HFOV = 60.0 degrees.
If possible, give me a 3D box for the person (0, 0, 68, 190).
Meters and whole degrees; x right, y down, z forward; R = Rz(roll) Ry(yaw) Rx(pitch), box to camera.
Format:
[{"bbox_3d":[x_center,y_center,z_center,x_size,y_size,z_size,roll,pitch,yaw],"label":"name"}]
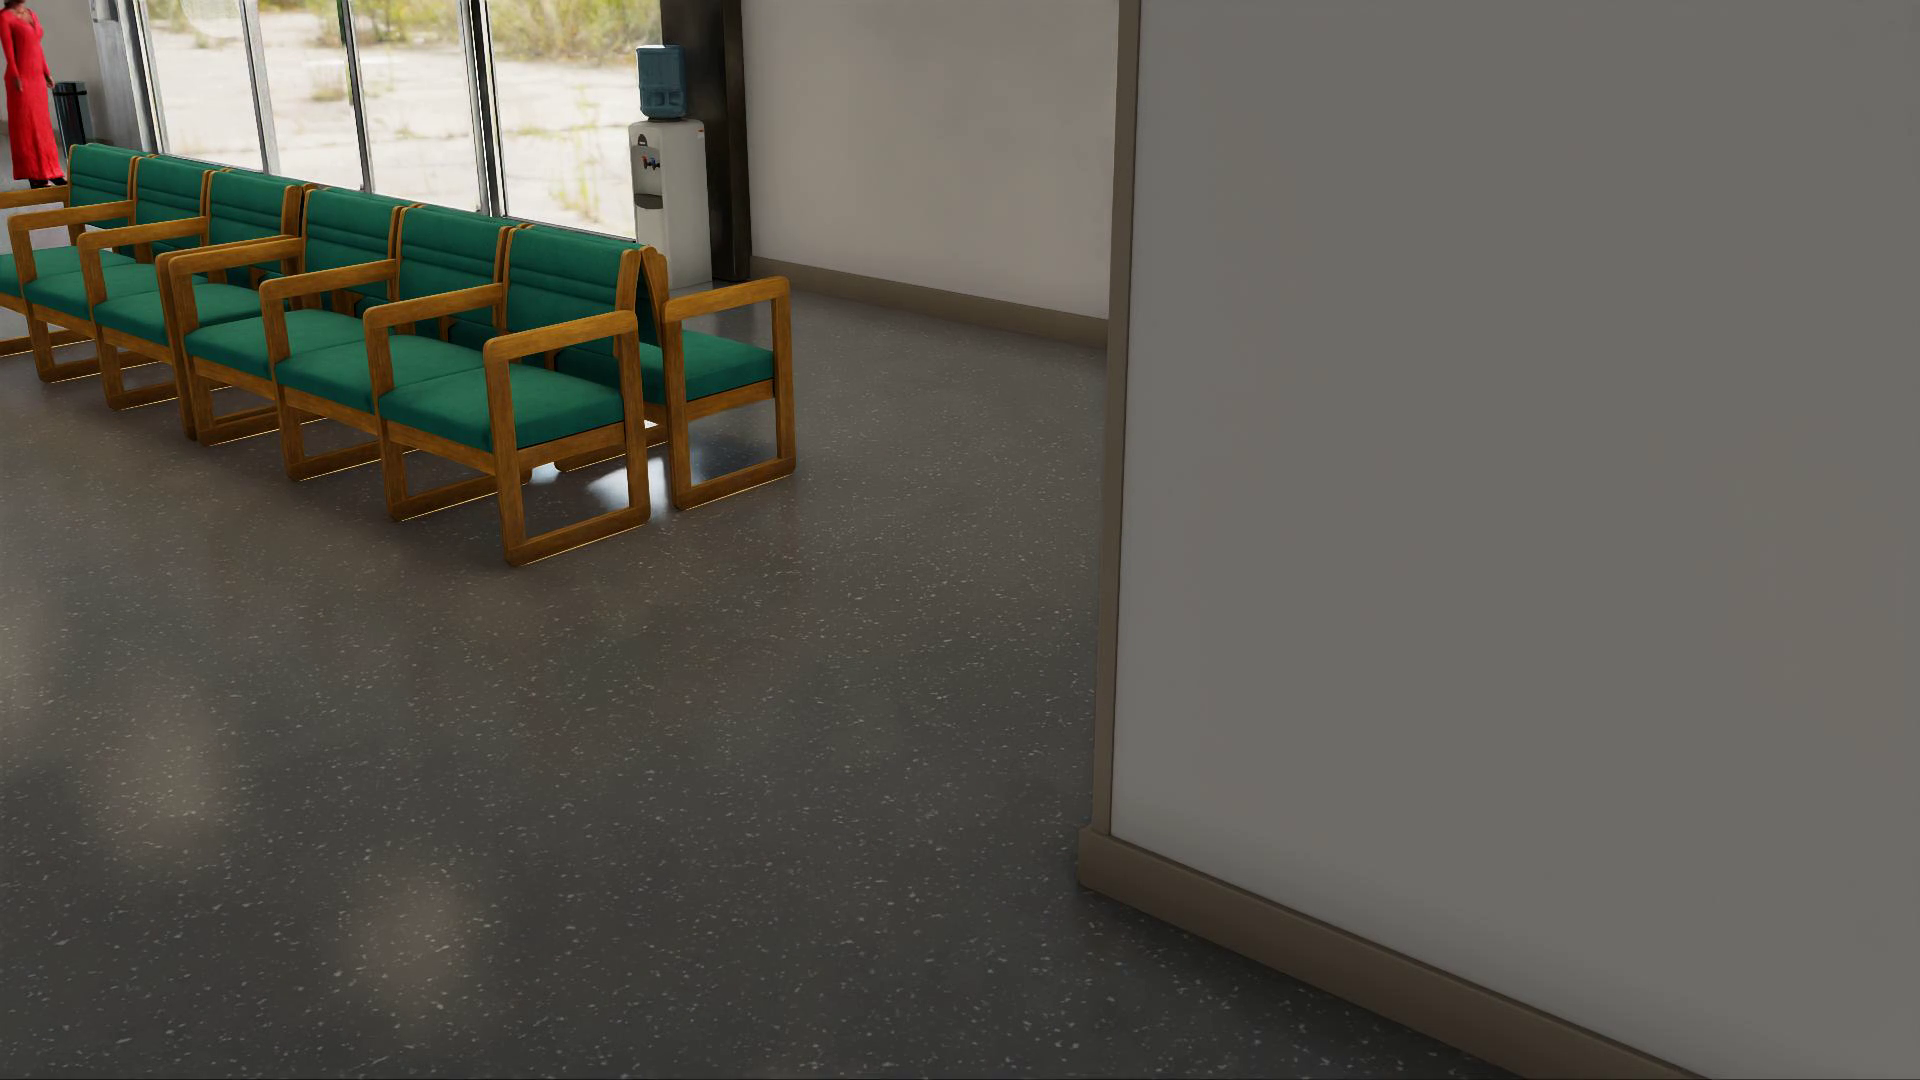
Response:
[{"bbox_3d":[-8.035,-3.941,14.323,0.787,1.791,0.691,3,21,9],"label":"person"}]
